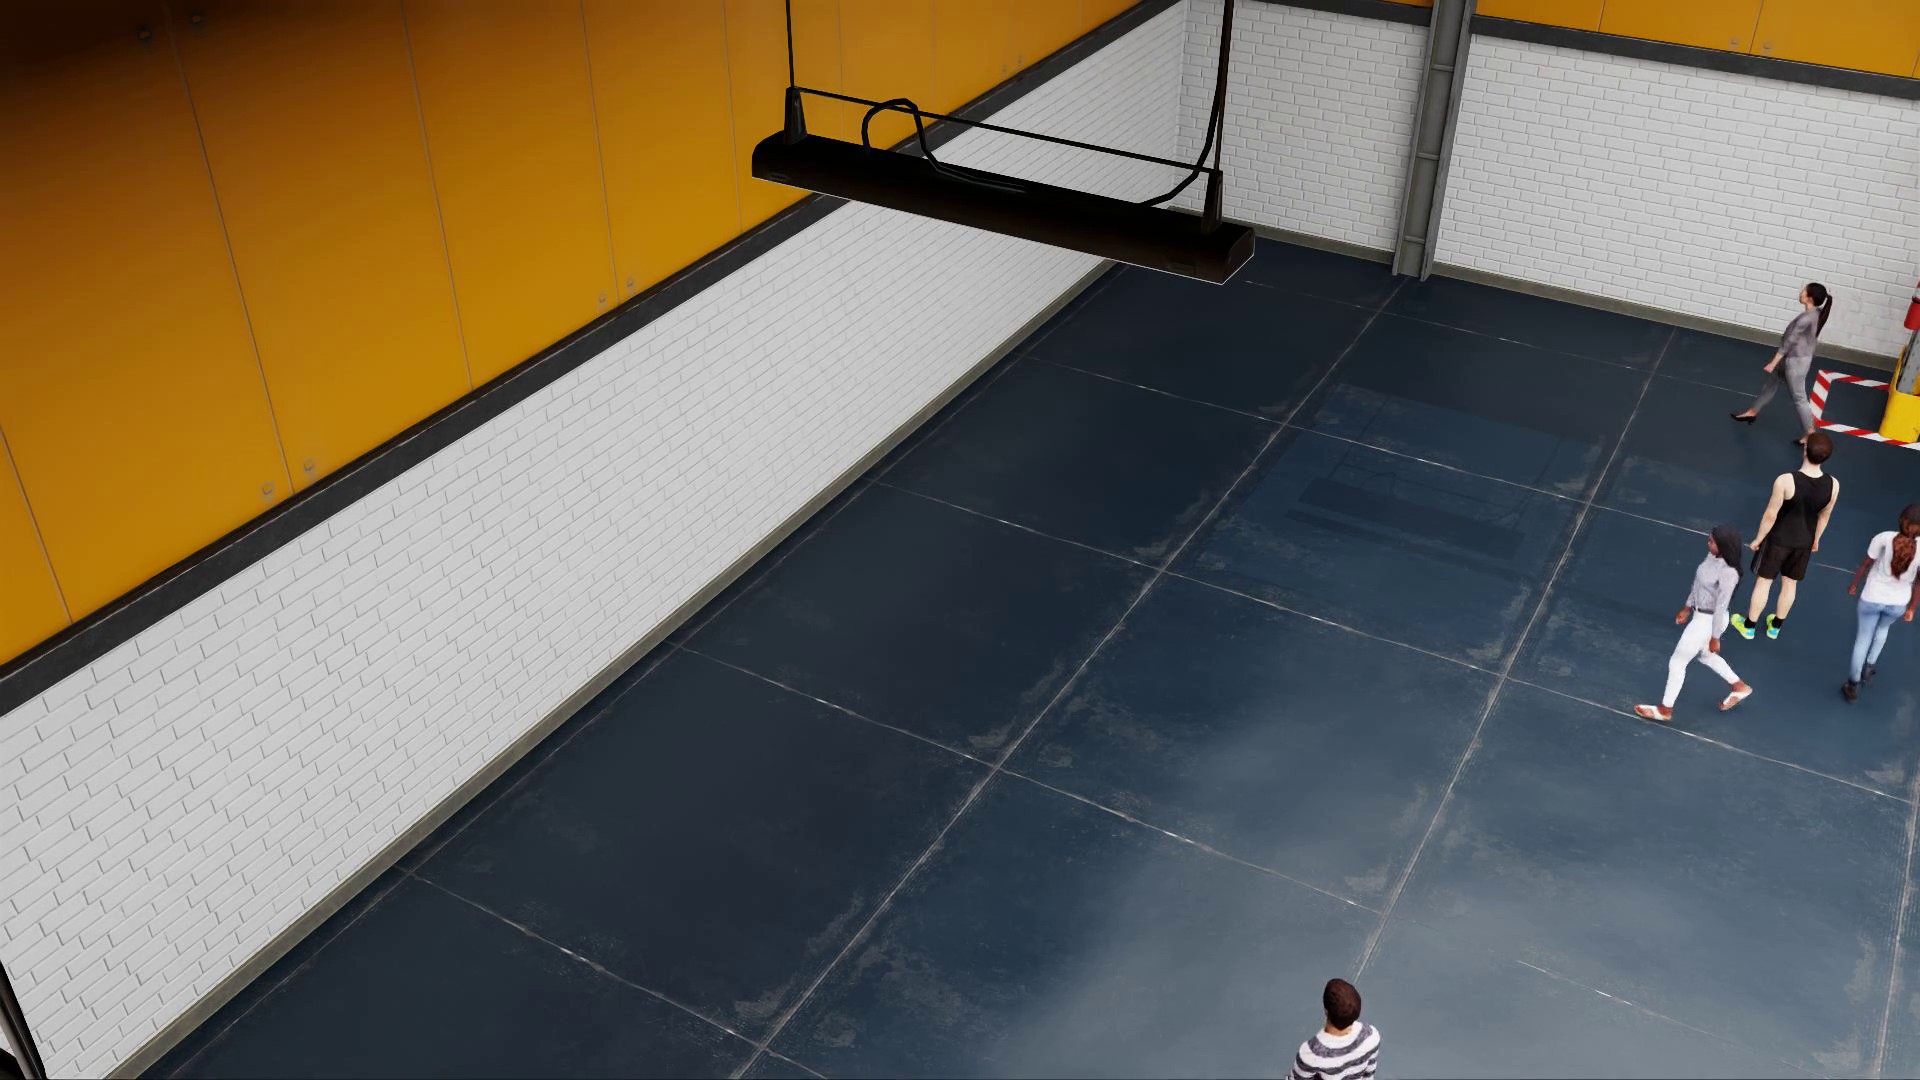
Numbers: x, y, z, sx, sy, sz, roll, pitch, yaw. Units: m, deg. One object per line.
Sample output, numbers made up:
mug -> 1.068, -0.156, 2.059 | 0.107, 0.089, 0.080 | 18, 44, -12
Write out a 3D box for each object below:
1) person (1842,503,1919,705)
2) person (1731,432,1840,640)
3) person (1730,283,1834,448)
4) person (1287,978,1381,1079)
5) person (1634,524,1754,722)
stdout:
person -> 7.055, 0.522, 12.692 | 0.750, 1.705, 0.750 | 9, 35, 13
person -> 6.648, -0.019, 13.335 | 0.692, 1.895, 0.824 | 2, 34, 3
person -> 8.115, -1.637, 16.007 | 1.152, 1.632, 0.781 | 28, 43, 35
person -> 1.951, 3.081, 8.745 | 1.096, 1.813, 1.259 | -14, 36, -20
person -> 5.715, 0.637, 12.537 | 1.155, 1.686, 0.816 | 5, 34, 8
